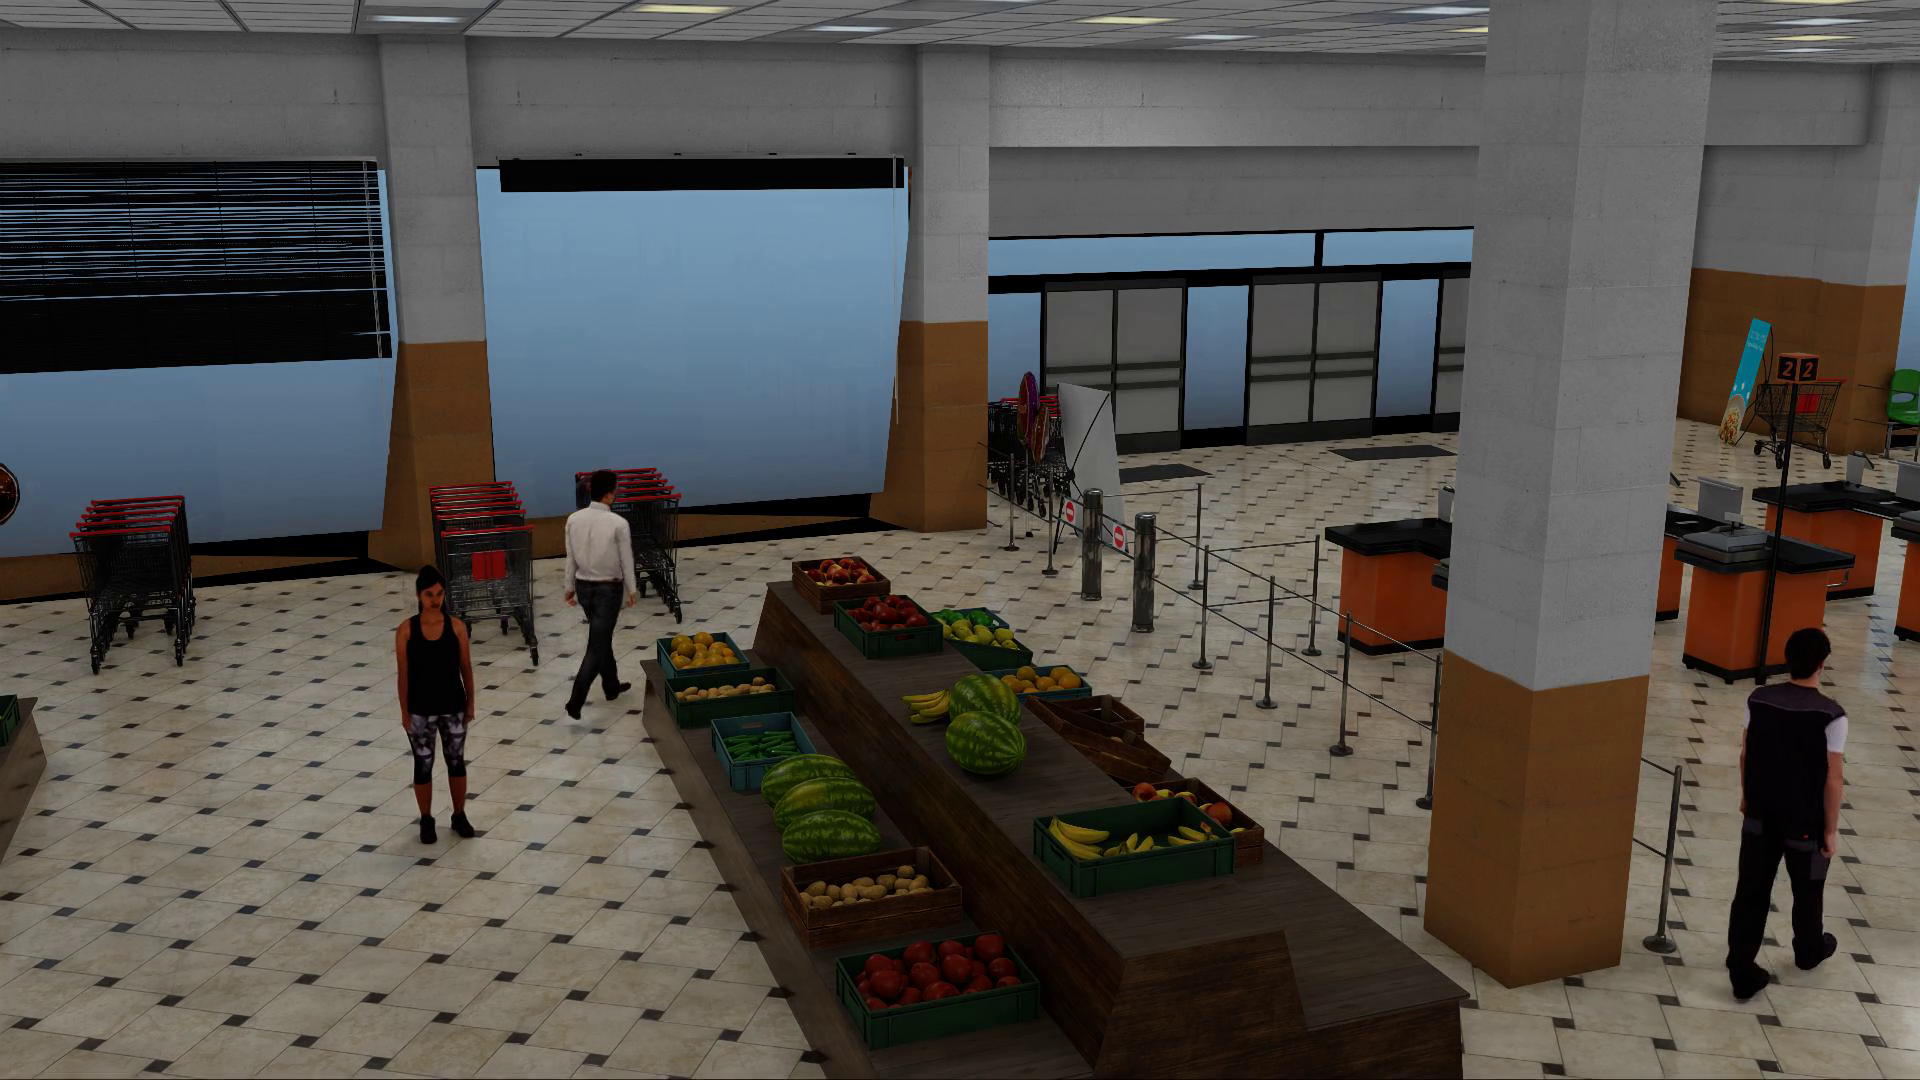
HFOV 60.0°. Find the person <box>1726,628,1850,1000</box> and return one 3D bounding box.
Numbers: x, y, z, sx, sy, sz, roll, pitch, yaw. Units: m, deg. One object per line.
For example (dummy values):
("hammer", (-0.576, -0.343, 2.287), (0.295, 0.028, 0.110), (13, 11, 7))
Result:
("person", (3.916, 1.347, 7.971), (0.986, 1.825, 1.066), (-12, 18, -40))

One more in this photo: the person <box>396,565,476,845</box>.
("person", (-3.119, 0.967, 9.878), (0.598, 1.664, 0.537), (-7, 15, -25))

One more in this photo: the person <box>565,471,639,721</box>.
("person", (-2.618, 0.430, 11.884), (1.101, 1.763, 1.259), (3, 14, 13))
